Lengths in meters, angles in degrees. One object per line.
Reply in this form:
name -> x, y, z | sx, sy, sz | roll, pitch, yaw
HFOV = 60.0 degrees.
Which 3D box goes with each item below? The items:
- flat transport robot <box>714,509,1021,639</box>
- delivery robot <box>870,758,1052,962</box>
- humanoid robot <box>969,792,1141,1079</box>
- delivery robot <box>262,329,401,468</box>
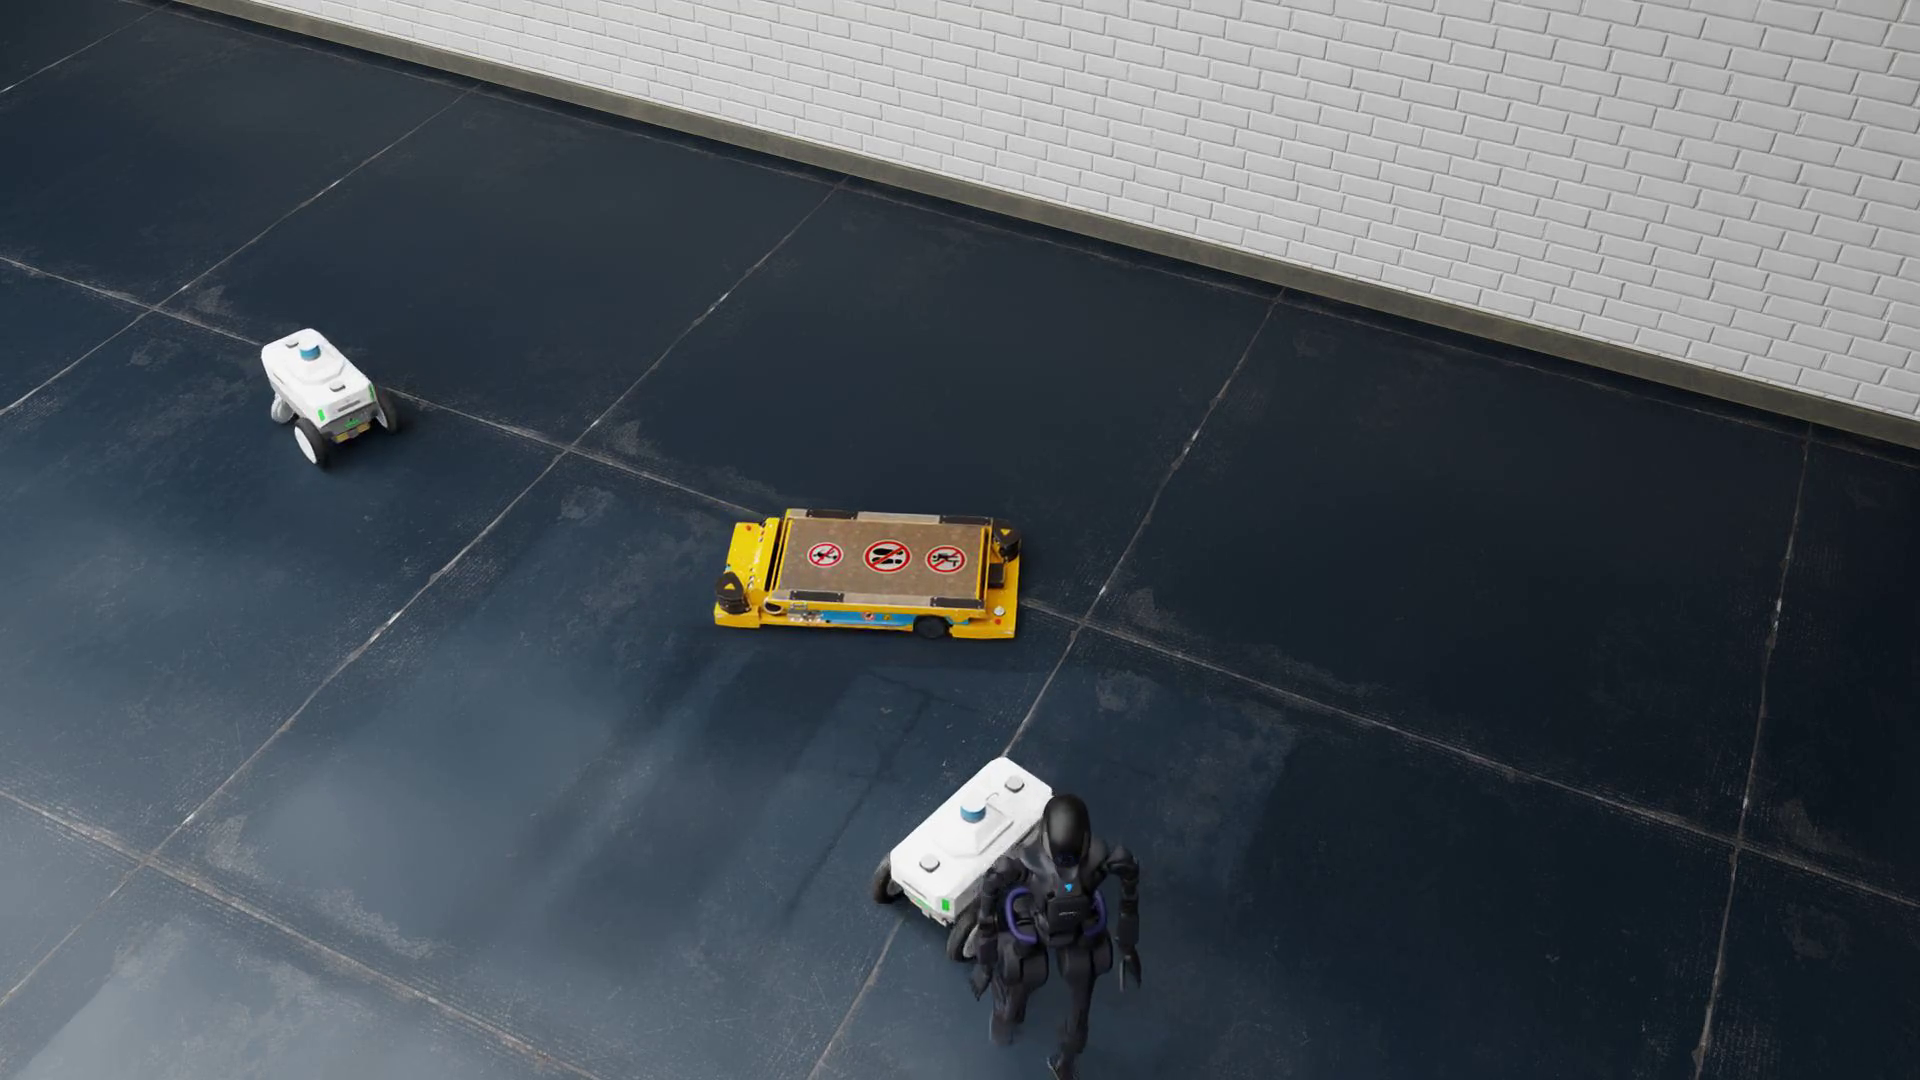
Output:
flat transport robot -> -0.433, 0.162, 8.081 | 1.431, 0.231, 0.659 | 3, 43, 3
delivery robot -> 0.039, 1.256, 6.702 | 0.499, 0.611, 0.814 | 31, 51, 29
humanoid robot -> 0.324, 1.362, 5.771 | 0.609, 1.649, 0.437 | -6, 43, -6
delivery robot -> -3.407, -0.782, 8.899 | 0.525, 0.609, 0.780 | -31, 51, -29
